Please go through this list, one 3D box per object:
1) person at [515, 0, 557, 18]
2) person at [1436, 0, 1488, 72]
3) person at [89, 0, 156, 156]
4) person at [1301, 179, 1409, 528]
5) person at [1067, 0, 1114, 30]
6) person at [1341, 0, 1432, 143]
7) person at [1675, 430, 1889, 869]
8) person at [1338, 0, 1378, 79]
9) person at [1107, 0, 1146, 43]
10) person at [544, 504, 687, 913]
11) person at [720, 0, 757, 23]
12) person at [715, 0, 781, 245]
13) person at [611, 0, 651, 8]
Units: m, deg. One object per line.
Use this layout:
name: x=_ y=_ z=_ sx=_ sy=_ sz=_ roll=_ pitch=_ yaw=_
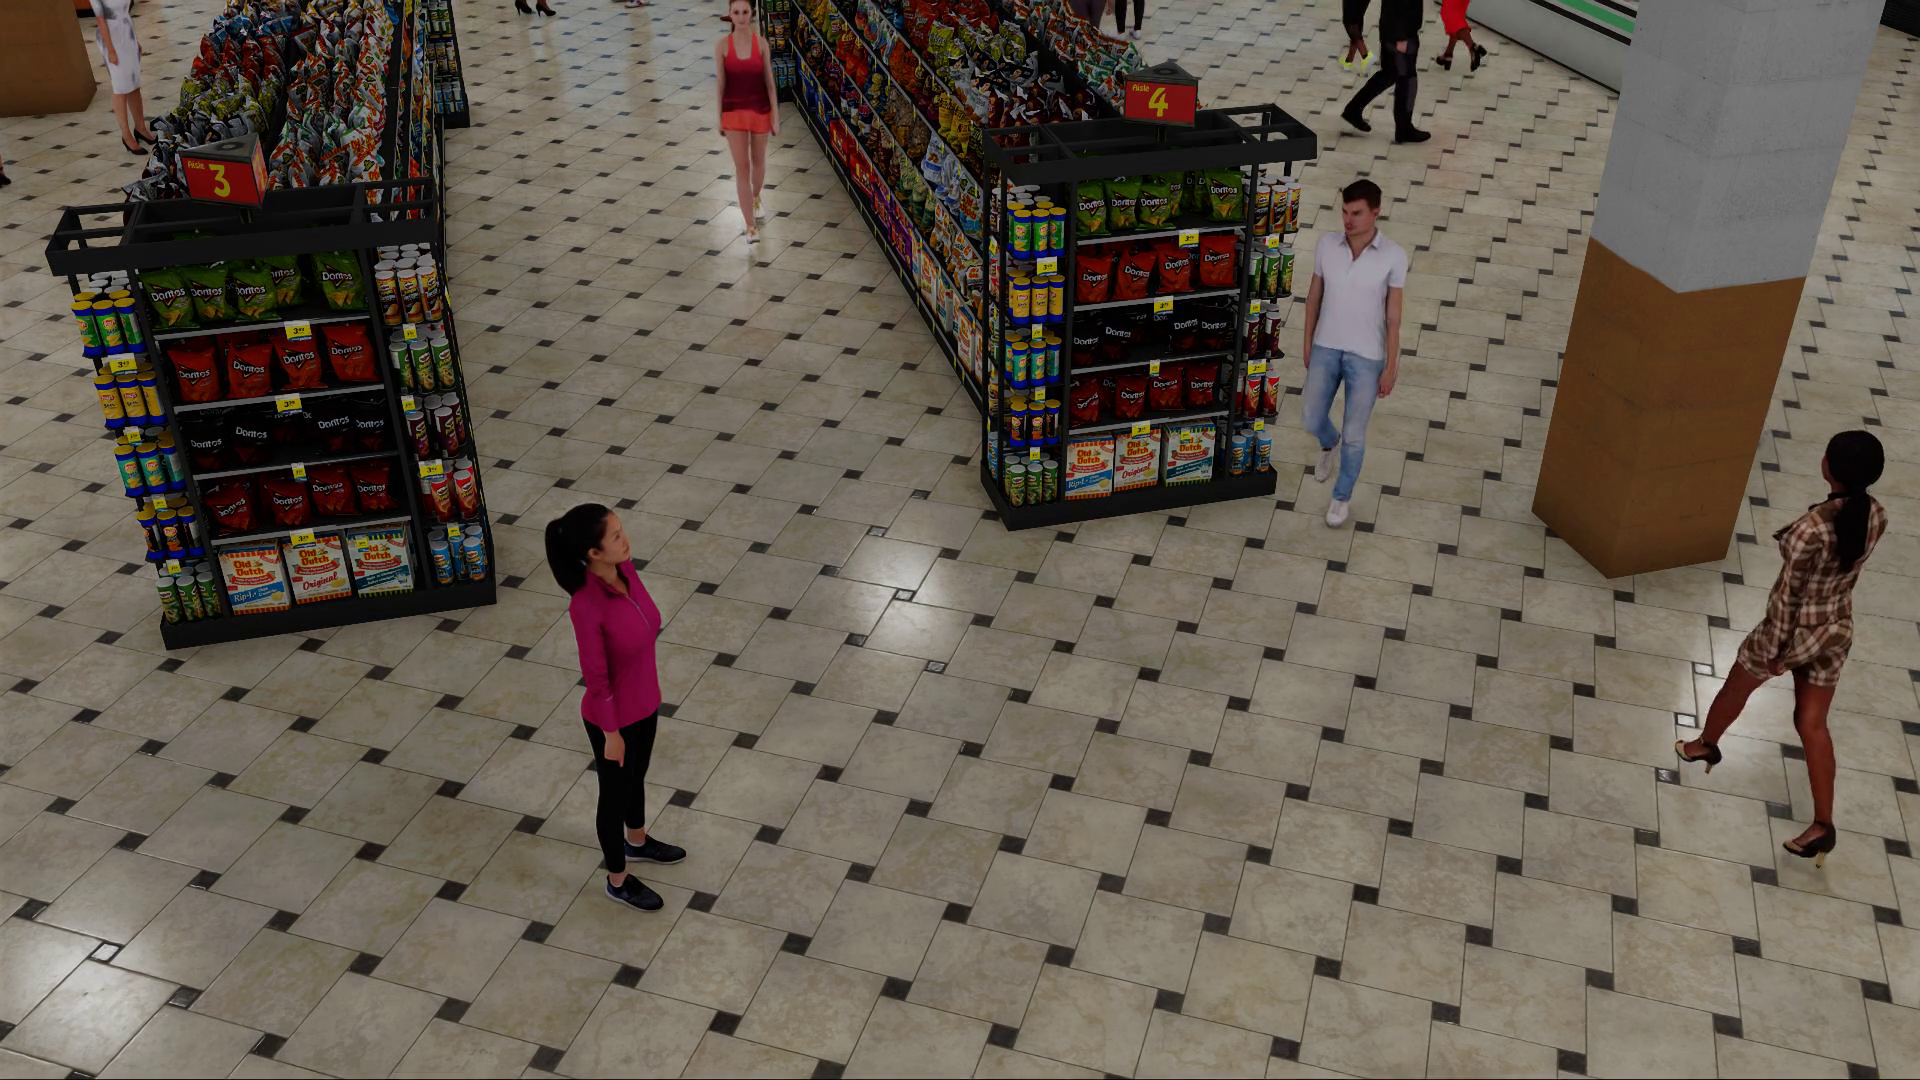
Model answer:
person: x=-4.513 y=-6.362 z=17.168 sx=0.744 sy=1.840 sz=0.804 roll=17 pitch=36 yaw=25
person: x=4.674 y=-5.140 z=15.266 sx=0.616 sy=1.774 sz=1.021 roll=-10 pitch=33 yaw=-16
person: x=-6.849 y=-4.037 z=13.525 sx=0.691 sy=1.742 sz=0.562 roll=3 pitch=32 yaw=5
person: x=2.019 y=-0.985 z=8.530 sx=0.909 sy=1.836 sz=0.972 roll=15 pitch=35 yaw=23
person: x=1.147 y=-4.686 z=14.668 sx=0.604 sy=1.636 sz=0.990 roll=-8 pitch=33 yaw=-13
person: x=3.546 y=-4.201 z=13.706 sx=0.991 sy=1.828 sz=1.036 roll=2 pitch=32 yaw=4
person: x=3.264 y=0.444 z=6.316 sx=0.585 sy=1.748 sz=1.073 roll=-9 pitch=33 yaw=-14
person: x=3.710 y=-5.102 z=15.242 sx=0.551 sy=1.735 sz=0.978 roll=-8 pitch=33 yaw=-12
person: x=1.665 y=-5.792 z=16.398 sx=0.630 sy=1.685 sz=0.562 roll=-12 pitch=34 yaw=-18
person: x=-1.256 y=0.604 z=6.109 sx=0.738 sy=1.696 sz=0.639 roll=6 pitch=32 yaw=10
person: x=-2.299 y=-6.278 z=17.048 sx=0.841 sy=1.824 sz=0.760 roll=14 pitch=34 yaw=21
person: x=-1.526 y=-3.052 z=11.981 sx=0.588 sy=1.700 sz=1.154 roll=-7 pitch=33 yaw=-11
person: x=-3.528 y=-6.382 z=17.696 sx=0.827 sy=1.316 sz=0.648 roll=-20 pitch=37 yaw=-29
